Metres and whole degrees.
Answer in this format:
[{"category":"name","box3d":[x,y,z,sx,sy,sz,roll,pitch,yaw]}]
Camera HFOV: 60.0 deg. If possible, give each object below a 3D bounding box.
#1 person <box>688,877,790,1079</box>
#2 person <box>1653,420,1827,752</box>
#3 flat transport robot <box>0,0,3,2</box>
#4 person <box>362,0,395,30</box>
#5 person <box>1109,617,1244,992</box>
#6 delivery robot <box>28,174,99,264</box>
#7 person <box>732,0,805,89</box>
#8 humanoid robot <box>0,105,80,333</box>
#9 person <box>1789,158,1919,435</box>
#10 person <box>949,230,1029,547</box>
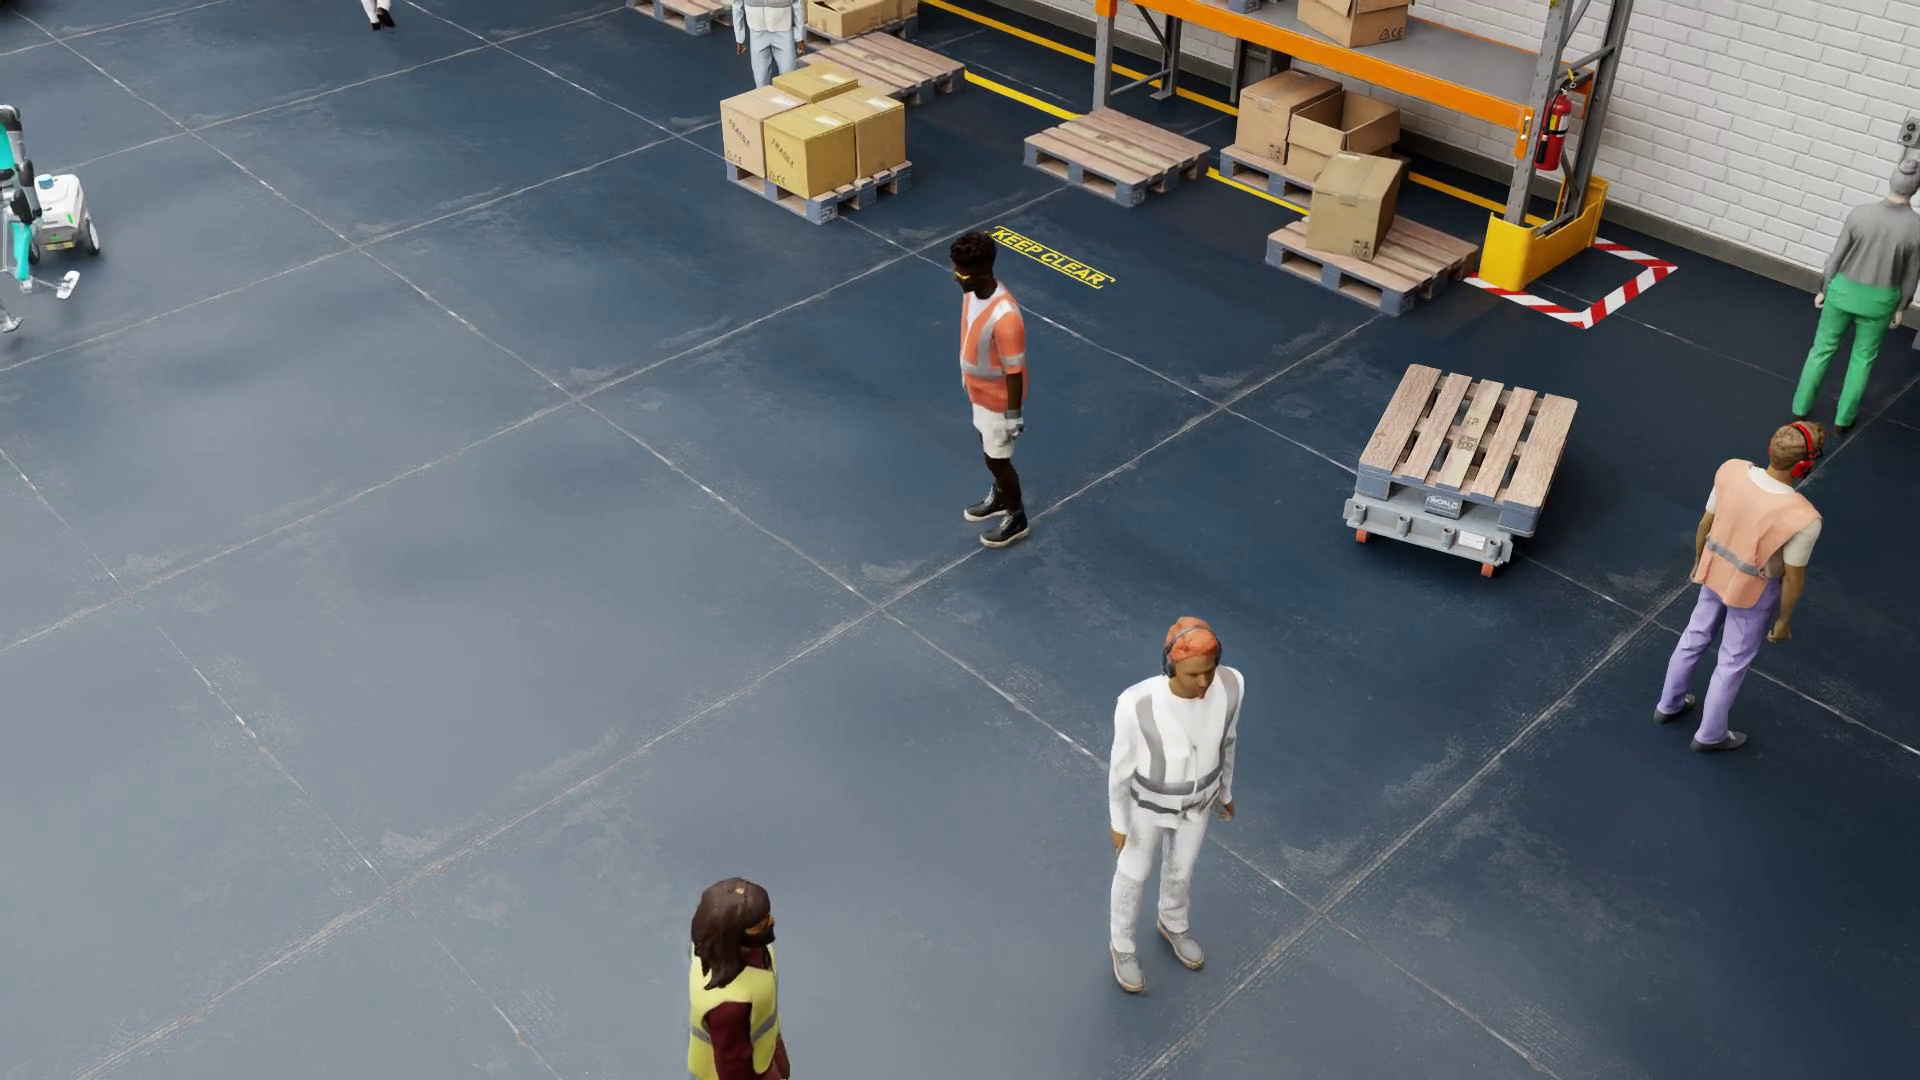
[{"category":"person","box3d":[-0.805,1.806,5.913,0.598,1.748,0.476,-3,37,-4]},{"category":"person","box3d":[3.707,0.236,7.912,0.381,1.844,0.569,-17,40,-21]},{"category":"flat transport robot","box3d":[-10.079,-5.414,16.700,0.659,0.231,1.431,7,38,10]},{"category":"person","box3d":[-5.705,-5.739,15.887,0.561,1.763,0.464,-5,37,-6]},{"category":"person","box3d":[0.856,1.071,6.775,0.582,1.883,0.340,-14,39,-18]},{"category":"delivery robot","box3d":[-6.821,-2.465,12.553,0.499,0.587,0.777,-12,39,-15]},{"category":"person","box3d":[-1.571,-4.196,13.734,0.596,1.907,0.410,1,37,2]},{"category":"humanoid robot","box3d":[-6.513,-2.168,11.180,0.533,1.733,1.001,1,37,1]},{"category":"person","box3d":[5.557,-1.502,10.220,0.523,1.837,0.324,21,42,25]},{"category":"person","box3d":[0.147,-0.841,9.265,0.443,1.941,0.641,-11,38,-14]}]
